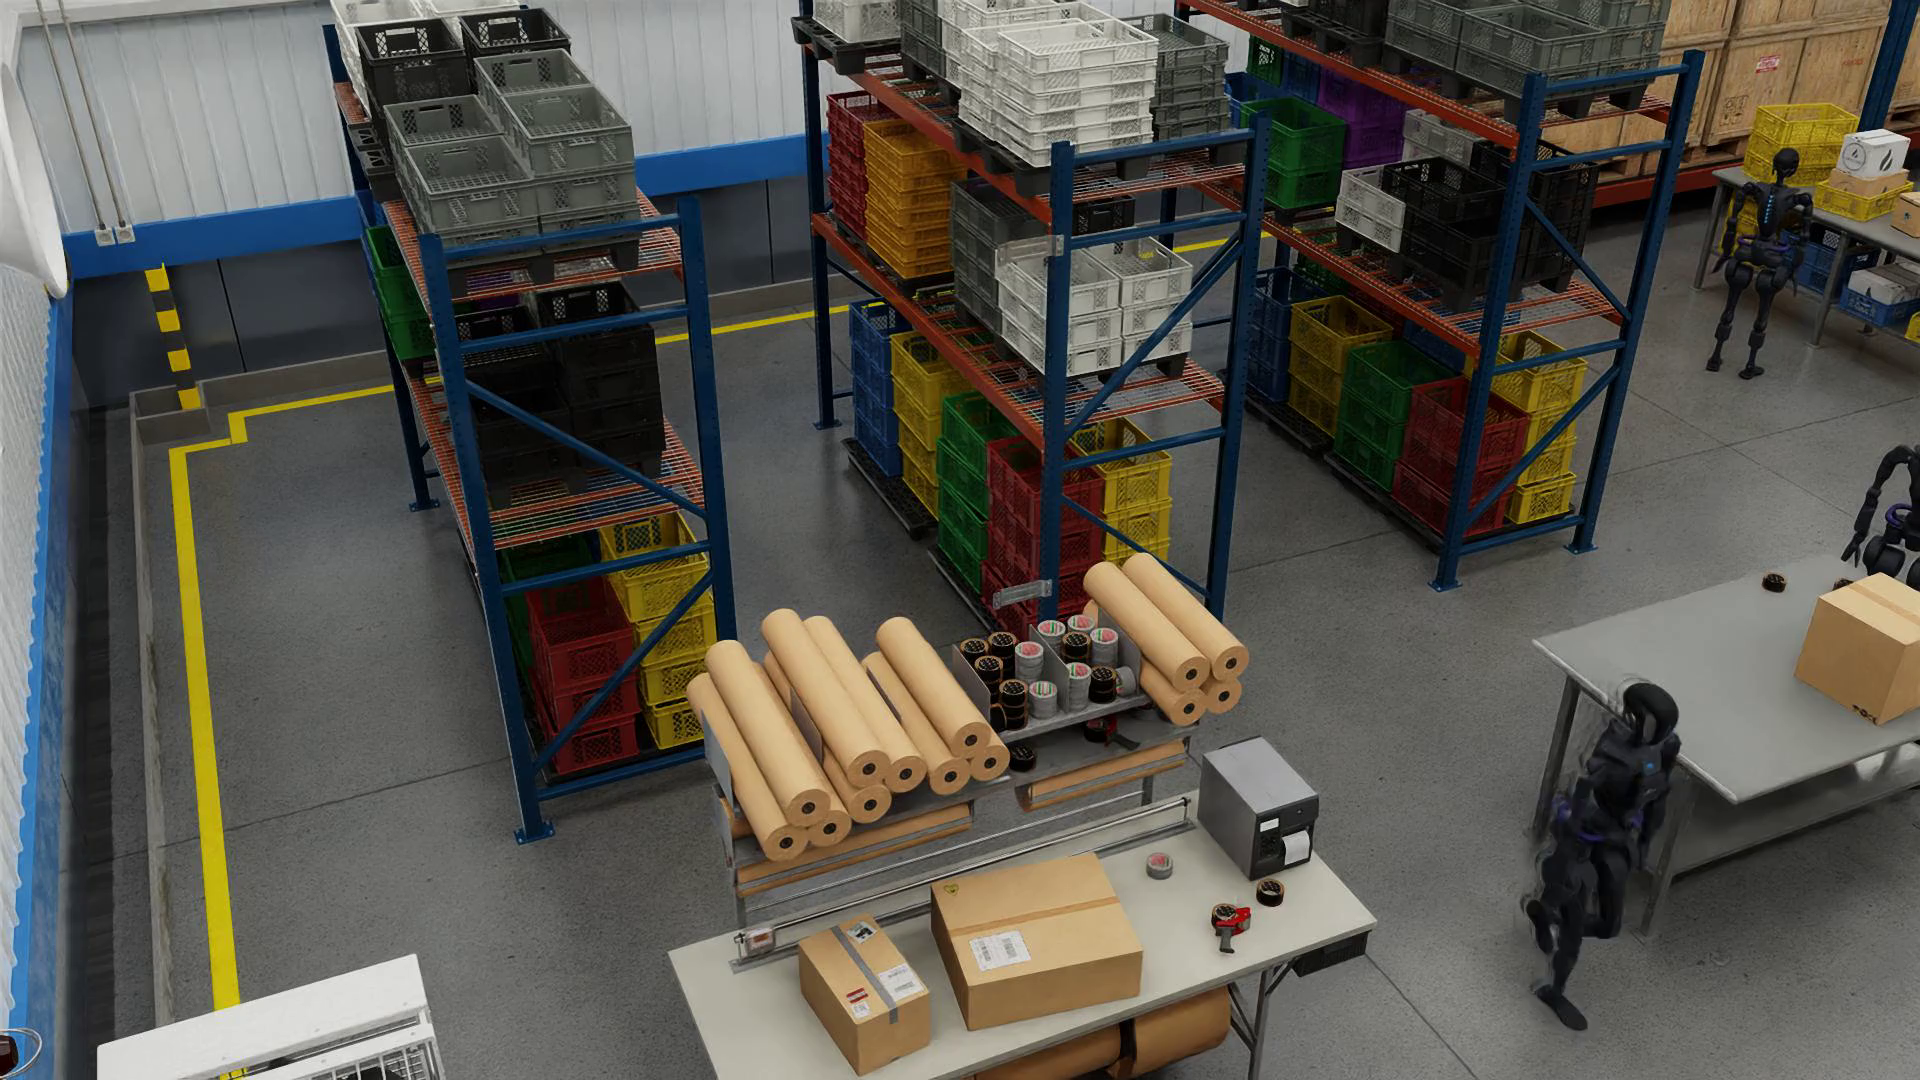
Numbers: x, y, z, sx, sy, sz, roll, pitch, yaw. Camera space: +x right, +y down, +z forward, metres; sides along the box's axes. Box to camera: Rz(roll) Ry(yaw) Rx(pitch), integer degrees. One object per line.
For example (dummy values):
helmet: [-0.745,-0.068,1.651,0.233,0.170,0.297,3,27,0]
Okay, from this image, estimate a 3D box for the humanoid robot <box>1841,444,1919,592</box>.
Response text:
humanoid robot: [4.871,0.063,8.511,0.612,1.657,0.318,26,40,36]

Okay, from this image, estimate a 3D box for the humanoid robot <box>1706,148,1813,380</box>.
humanoid robot: [5.681,-1.973,11.819,0.588,1.657,0.326,23,38,32]

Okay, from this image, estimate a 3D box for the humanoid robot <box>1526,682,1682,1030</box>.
humanoid robot: [2.516,1.212,6.660,0.596,1.642,0.467,-15,35,-23]
